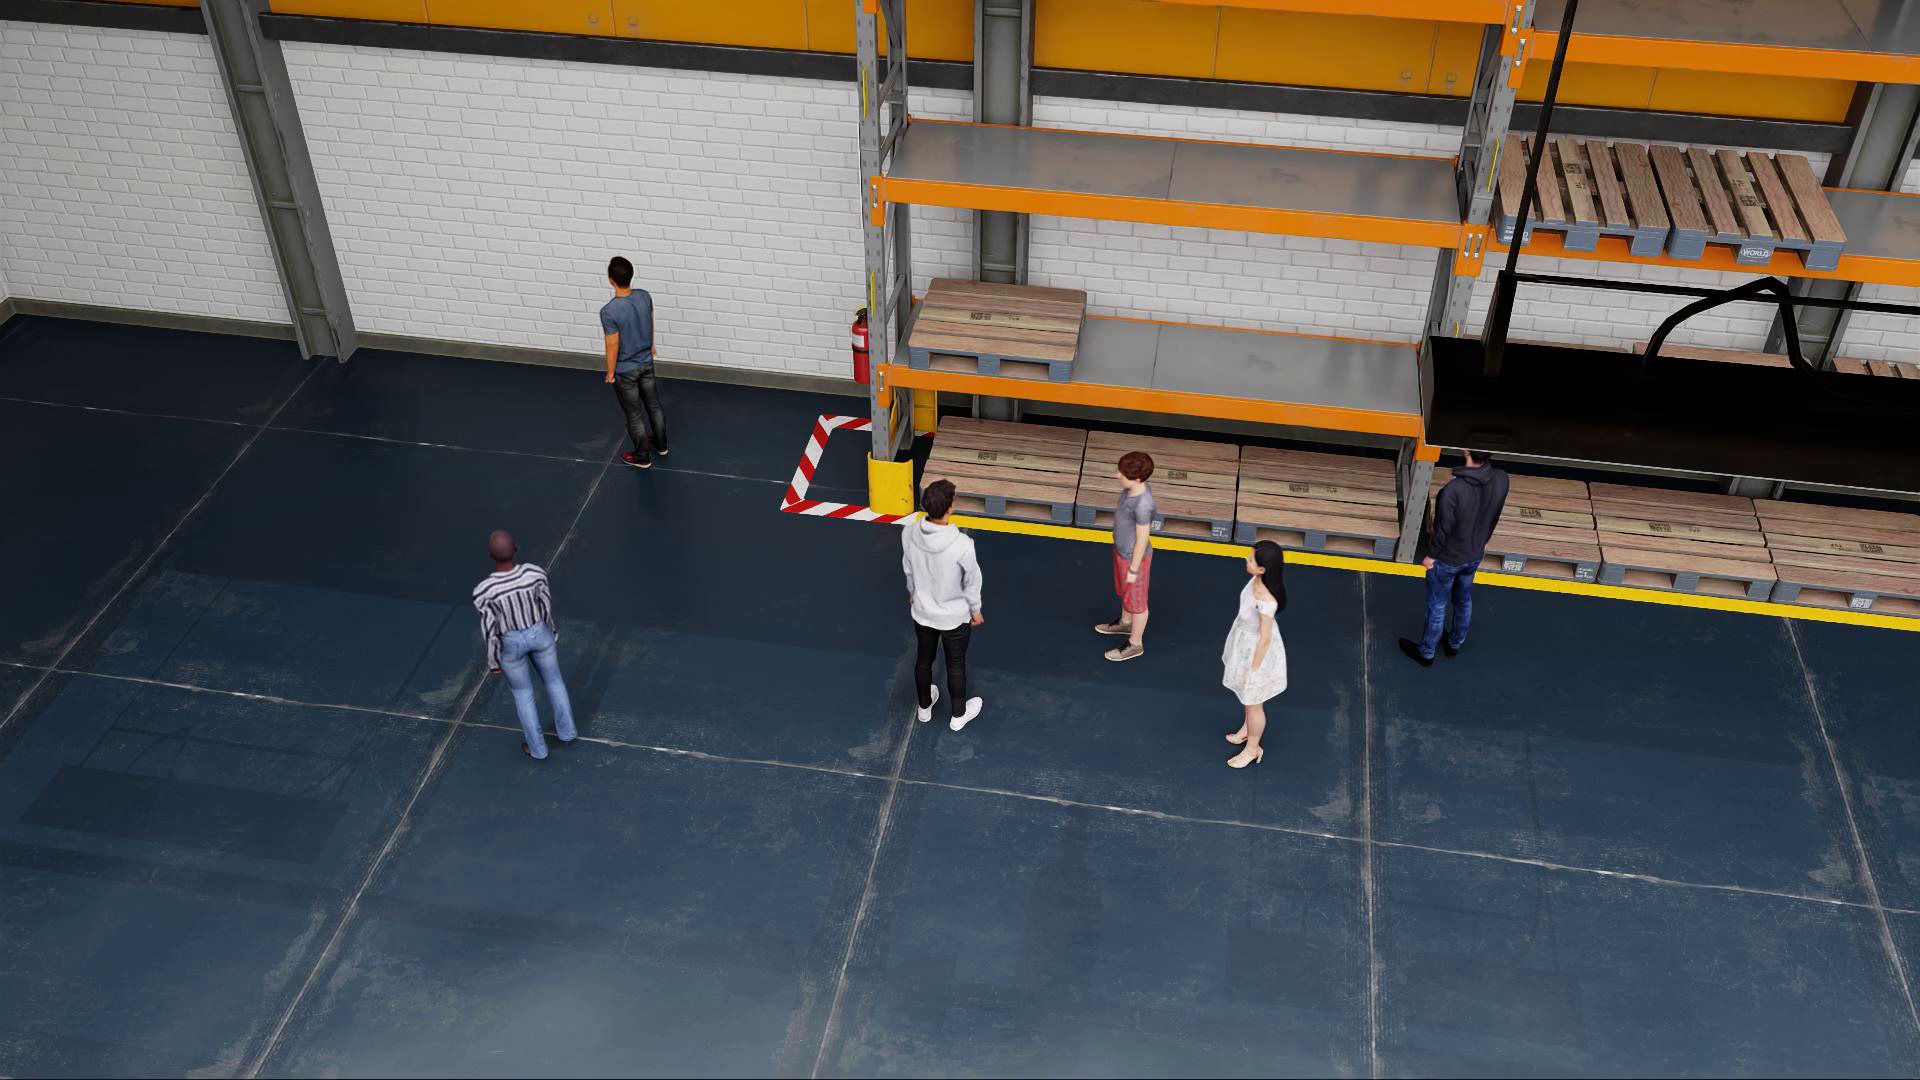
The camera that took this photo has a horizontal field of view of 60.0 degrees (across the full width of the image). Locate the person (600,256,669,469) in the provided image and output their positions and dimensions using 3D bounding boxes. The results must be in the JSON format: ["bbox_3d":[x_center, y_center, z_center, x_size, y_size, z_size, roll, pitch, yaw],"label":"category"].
[{"bbox_3d":[-2.550,-1.386,12.965,0.703,1.809,0.733,25,45,28],"label":"person"}]

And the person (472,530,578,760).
[{"bbox_3d":[-2.718,0.668,10.405,0.688,1.794,0.748,-23,44,-26],"label":"person"}]

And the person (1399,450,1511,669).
[{"bbox_3d":[3.320,0.065,11.080,0.717,1.894,0.823,-16,41,-19],"label":"person"}]

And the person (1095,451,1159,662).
[{"bbox_3d":[1.171,0.088,11.246,0.625,1.651,0.638,-5,39,-6],"label":"person"}]

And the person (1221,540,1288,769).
[{"bbox_3d":[1.832,0.716,10.362,0.629,1.773,0.646,5,39,6],"label":"person"}]

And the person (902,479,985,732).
[{"bbox_3d":[-0.121,0.426,10.599,0.615,1.930,0.786,14,41,17],"label":"person"}]
